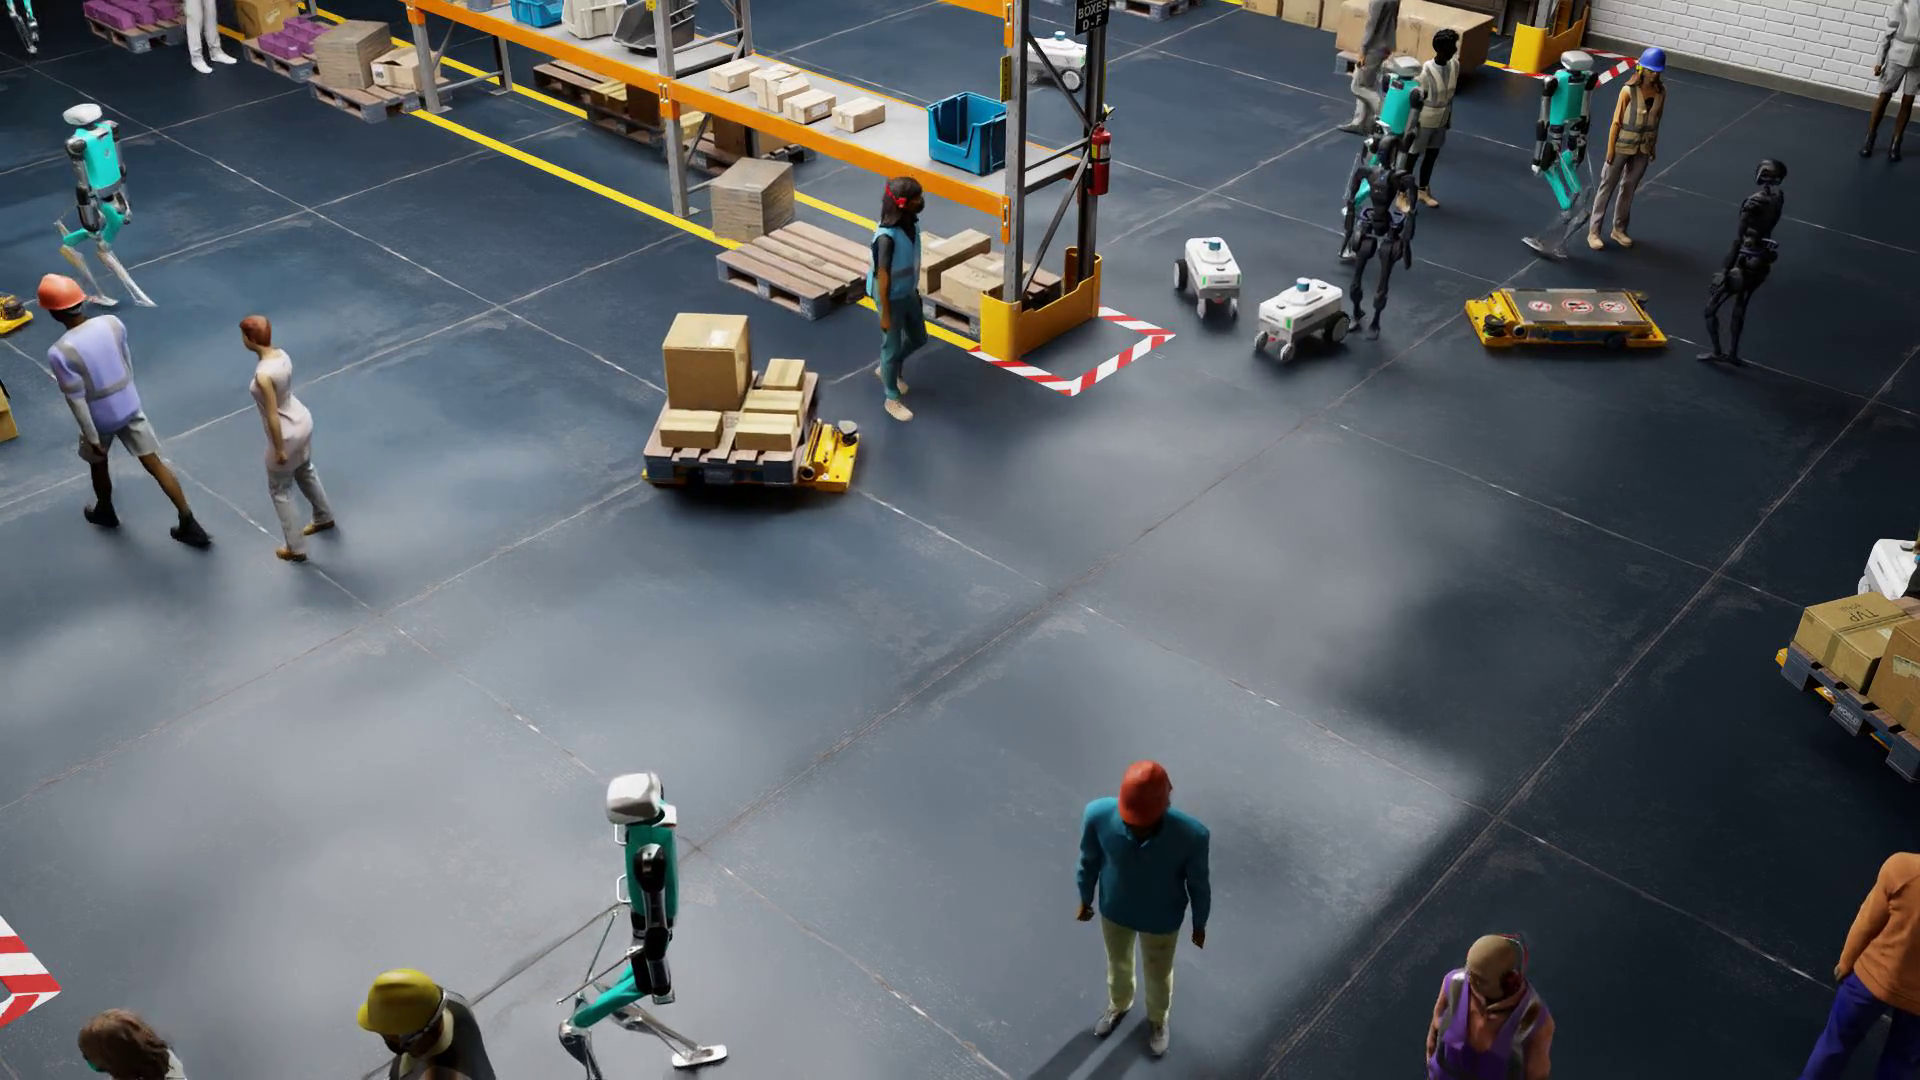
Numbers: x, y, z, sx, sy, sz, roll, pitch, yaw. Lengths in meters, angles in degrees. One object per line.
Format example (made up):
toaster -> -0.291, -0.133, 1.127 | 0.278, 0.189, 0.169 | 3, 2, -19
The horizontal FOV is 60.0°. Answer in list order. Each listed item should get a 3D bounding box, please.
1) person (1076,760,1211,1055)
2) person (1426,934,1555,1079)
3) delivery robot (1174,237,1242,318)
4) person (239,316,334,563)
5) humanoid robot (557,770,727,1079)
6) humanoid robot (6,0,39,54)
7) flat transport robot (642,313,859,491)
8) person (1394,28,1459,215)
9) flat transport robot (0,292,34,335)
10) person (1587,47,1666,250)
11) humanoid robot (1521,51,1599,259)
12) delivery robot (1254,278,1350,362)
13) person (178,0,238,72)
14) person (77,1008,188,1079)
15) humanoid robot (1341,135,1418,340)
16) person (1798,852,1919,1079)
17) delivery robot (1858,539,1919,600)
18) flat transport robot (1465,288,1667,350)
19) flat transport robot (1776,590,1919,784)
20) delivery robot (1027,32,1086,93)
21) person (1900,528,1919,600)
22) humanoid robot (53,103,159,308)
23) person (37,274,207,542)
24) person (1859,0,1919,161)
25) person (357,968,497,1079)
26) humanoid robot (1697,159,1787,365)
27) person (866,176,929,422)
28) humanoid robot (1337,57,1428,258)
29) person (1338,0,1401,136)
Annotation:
person -> 0.782, 1.603, 7.211 | 0.586, 1.730, 0.430 | 12, 36, 17
person -> 2.052, 2.136, 6.500 | 0.510, 1.649, 0.836 | 21, 40, 27
delivery robot -> 2.085, -2.224, 13.753 | 0.499, 0.563, 0.738 | -3, 35, -4
person -> -4.300, -0.654, 10.544 | 0.341, 1.641, 0.463 | 1, 35, 2
humanoid robot -> -1.498, 1.734, 7.021 | 0.861, 1.777, 0.547 | -6, 35, -9
humanoid robot -> -10.590, -6.263, 18.597 | 0.539, 1.733, 1.011 | -19, 39, -25
flat transport robot -> -1.462, -0.618, 11.705 | 1.431, 0.231, 0.659 | 3, 35, 4
person -> 4.250, -3.790, 15.051 | 0.535, 1.691, 0.318 | -20, 39, -27
flat transport robot -> -8.333, -1.853, 13.494 | 1.431, 0.231, 0.659 | 13, 37, 18
person -> 5.802, -3.379, 14.377 | 0.462, 1.778, 0.305 | -7, 35, -11
humanoid robot -> 5.203, -3.214, 14.151 | 0.530, 1.775, 0.672 | -13, 37, -19
delivery robot -> 2.692, -1.779, 13.145 | 0.808, 0.604, 0.499 | -27, 43, -33
person -> -8.418, -6.128, 18.269 | 0.406, 1.909, 0.664 | 8, 35, 12
person -> -2.946, 2.351, 6.185 | 0.386, 1.641, 0.522 | -22, 40, -28
humanoid robot -> 3.291, -2.372, 13.017 | 0.588, 1.648, 0.349 | 17, 38, 23
person -> 3.842, 1.779, 6.739 | 0.517, 1.974, 0.398 | 19, 39, 26
delivery robot -> 5.770, 0.327, 10.077 | 0.499, 0.586, 0.773 | 5, 35, 7
flat transport robot -> 4.872, -1.783, 13.393 | 1.431, 0.231, 0.659 | 1, 35, 1
flat transport robot -> 5.400, 0.973, 9.400 | 0.659, 0.231, 1.431 | -11, 36, -16
delivery robot -> 1.080, -5.238, 18.141 | 0.769, 0.587, 0.499 | 14, 37, 20
person -> 5.573, 0.087, 9.298 | 0.338, 1.843, 0.512 | -13, 37, -18
humanoid robot -> -7.040, -2.647, 13.367 | 0.805, 1.771, 0.542 | 8, 35, 11
person -> -5.407, -0.821, 10.581 | 0.999, 1.890, 0.545 | 19, 39, 25
person -> 9.157, -4.633, 16.070 | 0.547, 1.924, 0.387 | 13, 37, 18
person -> -1.887, 2.247, 6.193 | 0.404, 1.821, 0.595 | -8, 35, -11
humanoid robot -> 5.945, -2.089, 12.592 | 0.603, 1.649, 0.318 | -24, 41, -30
person -> -0.476, -1.752, 11.957 | 0.476, 1.851, 0.587 | 22, 40, 29
humanoid robot -> 3.465, -3.183, 14.139 | 0.884, 1.760, 0.532 | -13, 37, -18
person -> 4.156, -4.875, 16.453 | 0.607, 1.881, 0.564 | 23, 41, 29
